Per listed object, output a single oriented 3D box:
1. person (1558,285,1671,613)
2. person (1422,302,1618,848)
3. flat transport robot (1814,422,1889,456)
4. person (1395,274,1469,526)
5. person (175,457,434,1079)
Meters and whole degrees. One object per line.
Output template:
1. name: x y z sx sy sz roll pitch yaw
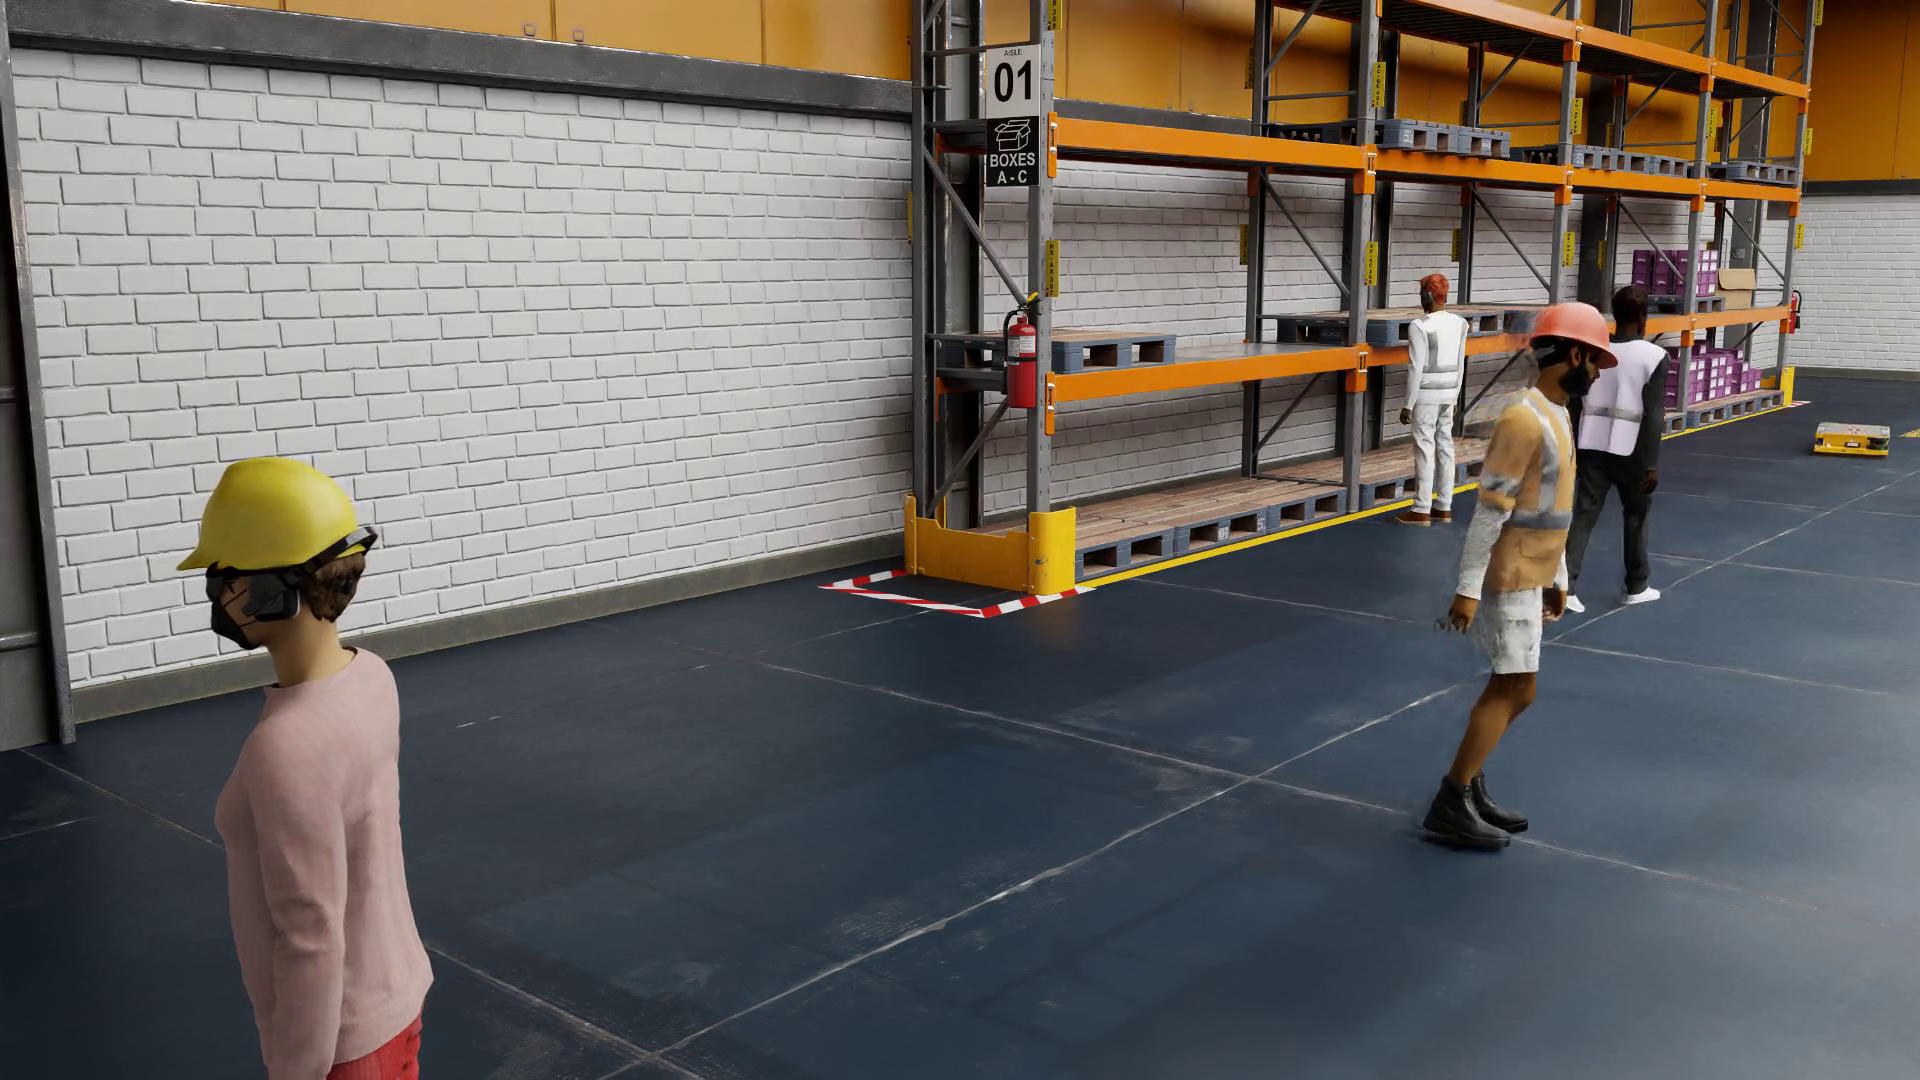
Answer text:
1. person: 3.733 -0.517 9.512 0.978 1.875 0.603 -8 13 -39
2. person: 1.967 0.122 5.805 0.525 1.890 0.569 6 11 29
3. flat transport robot: 9.153 -1.042 17.052 0.652 0.197 1.431 5 11 28
4. person: 3.538 -1.046 12.483 0.575 1.884 0.355 -7 12 -33
5. person: -0.997 0.750 2.593 0.323 1.767 0.533 -1 10 -7
